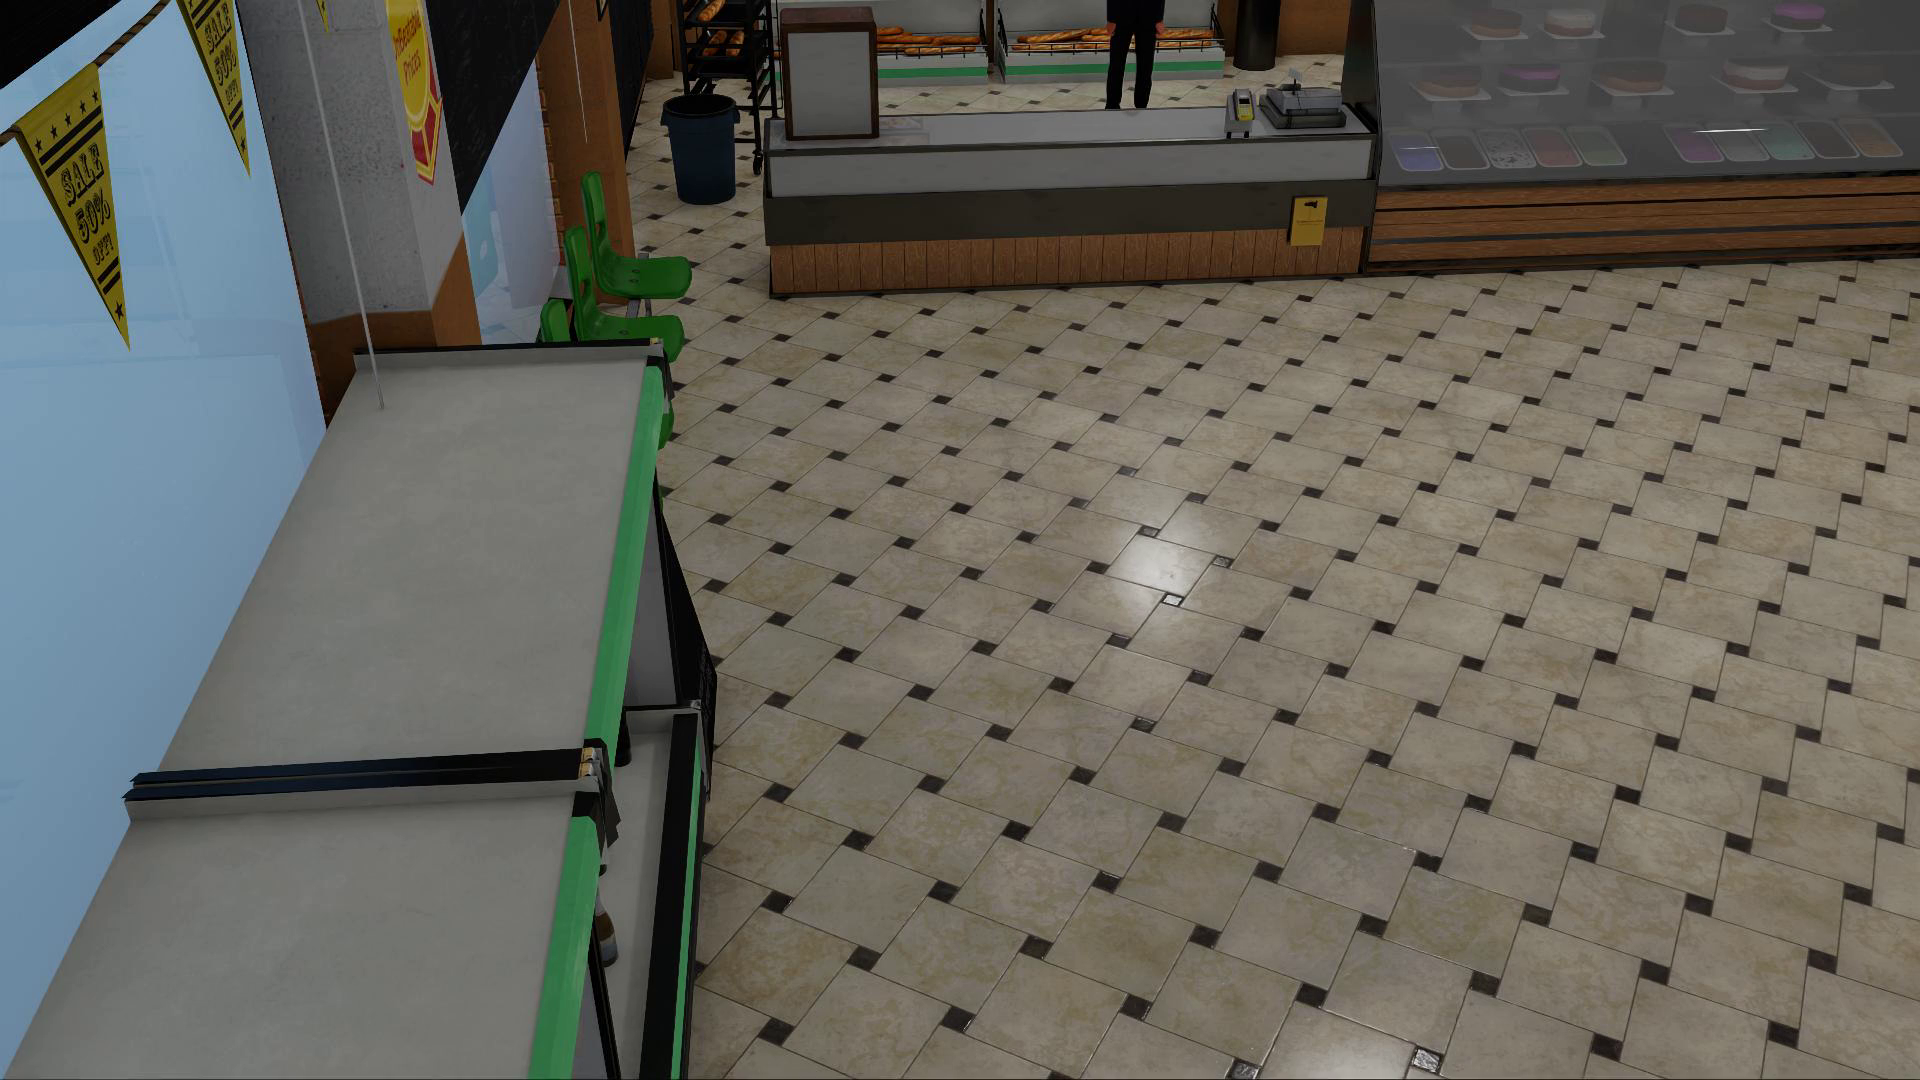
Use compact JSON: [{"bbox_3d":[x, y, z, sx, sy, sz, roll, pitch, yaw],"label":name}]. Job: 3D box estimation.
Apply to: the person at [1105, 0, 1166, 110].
[{"bbox_3d":[1.422,-4.245,13.476,0.625,1.868,0.566,-2,32,-4],"label":"person"}]
